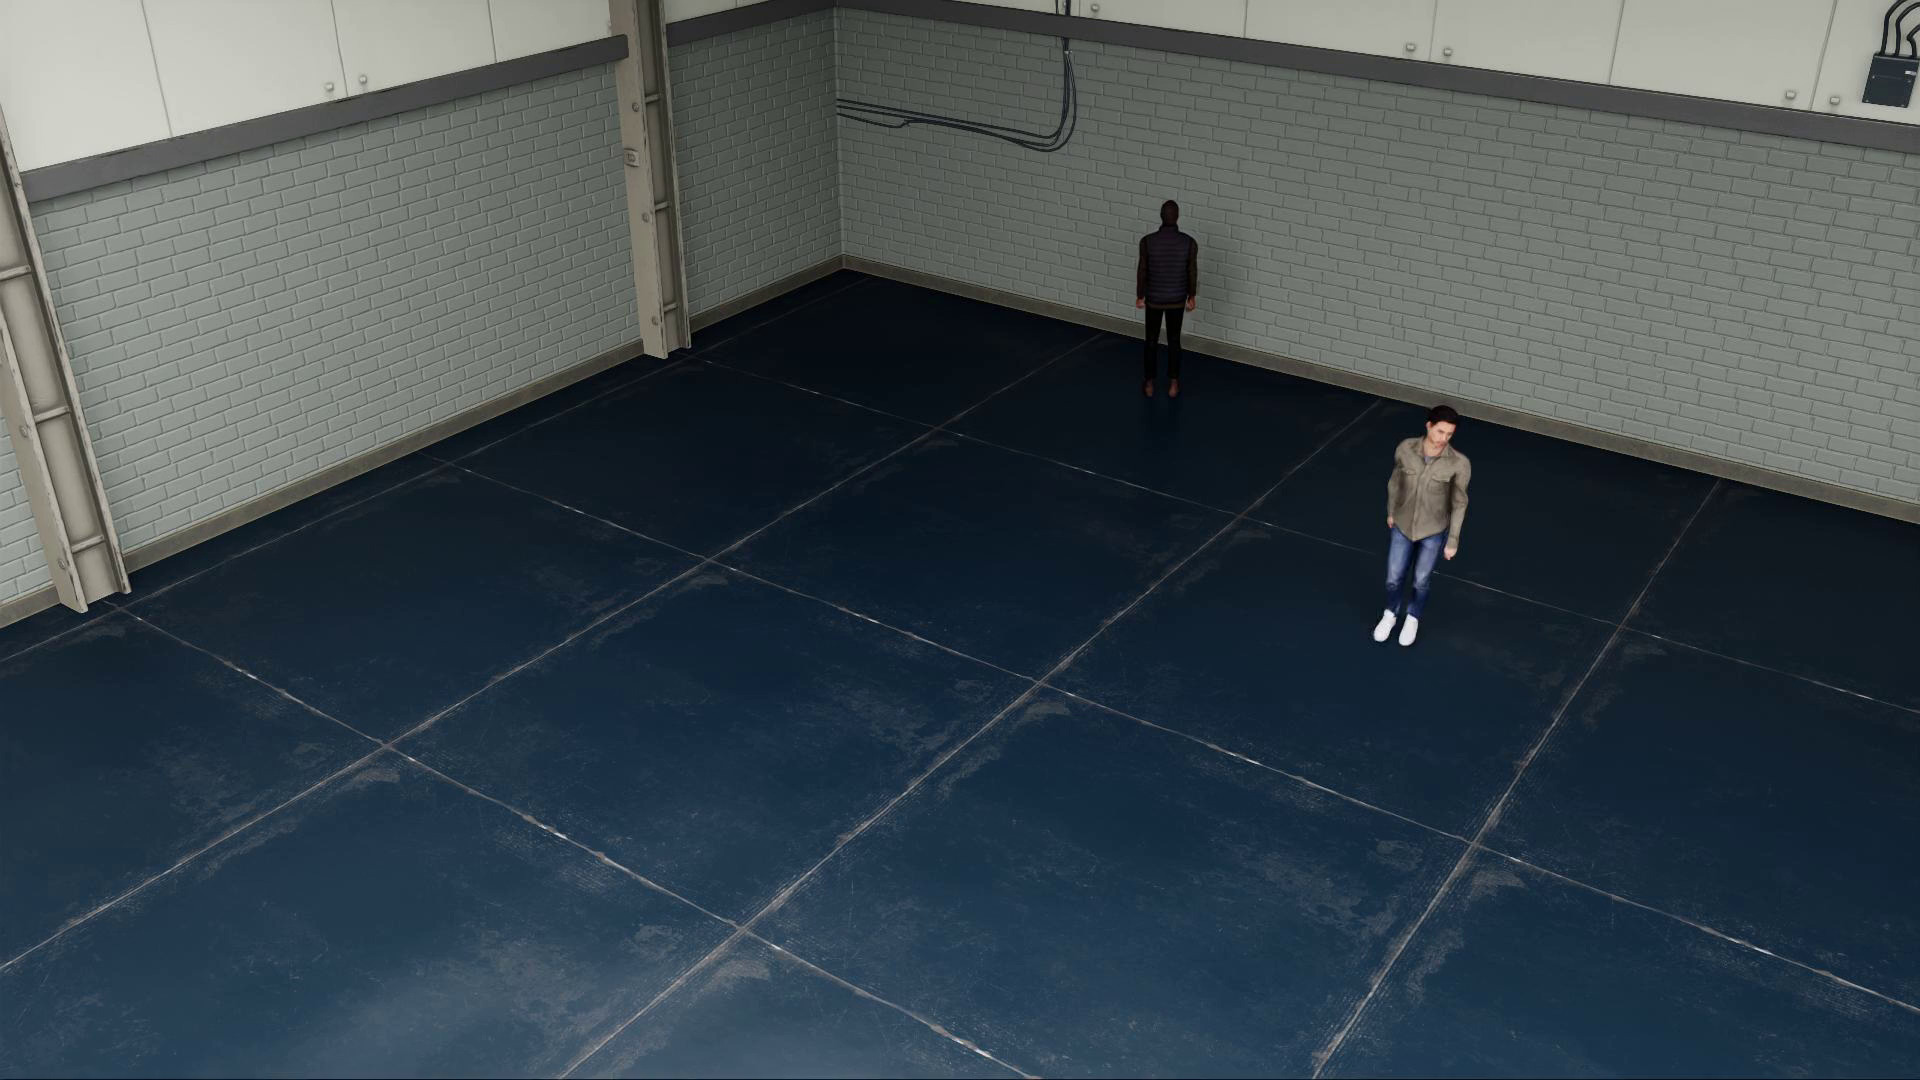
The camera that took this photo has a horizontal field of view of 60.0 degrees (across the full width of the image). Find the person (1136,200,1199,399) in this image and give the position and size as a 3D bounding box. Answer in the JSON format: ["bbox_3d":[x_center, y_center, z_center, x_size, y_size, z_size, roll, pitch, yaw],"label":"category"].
[{"bbox_3d":[1.868,-2.200,15.180,0.780,1.835,0.754,3,28,5],"label":"person"}]

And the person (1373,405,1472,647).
[{"bbox_3d":[3.130,-0.118,11.276,0.735,1.829,0.682,23,36,36],"label":"person"}]
